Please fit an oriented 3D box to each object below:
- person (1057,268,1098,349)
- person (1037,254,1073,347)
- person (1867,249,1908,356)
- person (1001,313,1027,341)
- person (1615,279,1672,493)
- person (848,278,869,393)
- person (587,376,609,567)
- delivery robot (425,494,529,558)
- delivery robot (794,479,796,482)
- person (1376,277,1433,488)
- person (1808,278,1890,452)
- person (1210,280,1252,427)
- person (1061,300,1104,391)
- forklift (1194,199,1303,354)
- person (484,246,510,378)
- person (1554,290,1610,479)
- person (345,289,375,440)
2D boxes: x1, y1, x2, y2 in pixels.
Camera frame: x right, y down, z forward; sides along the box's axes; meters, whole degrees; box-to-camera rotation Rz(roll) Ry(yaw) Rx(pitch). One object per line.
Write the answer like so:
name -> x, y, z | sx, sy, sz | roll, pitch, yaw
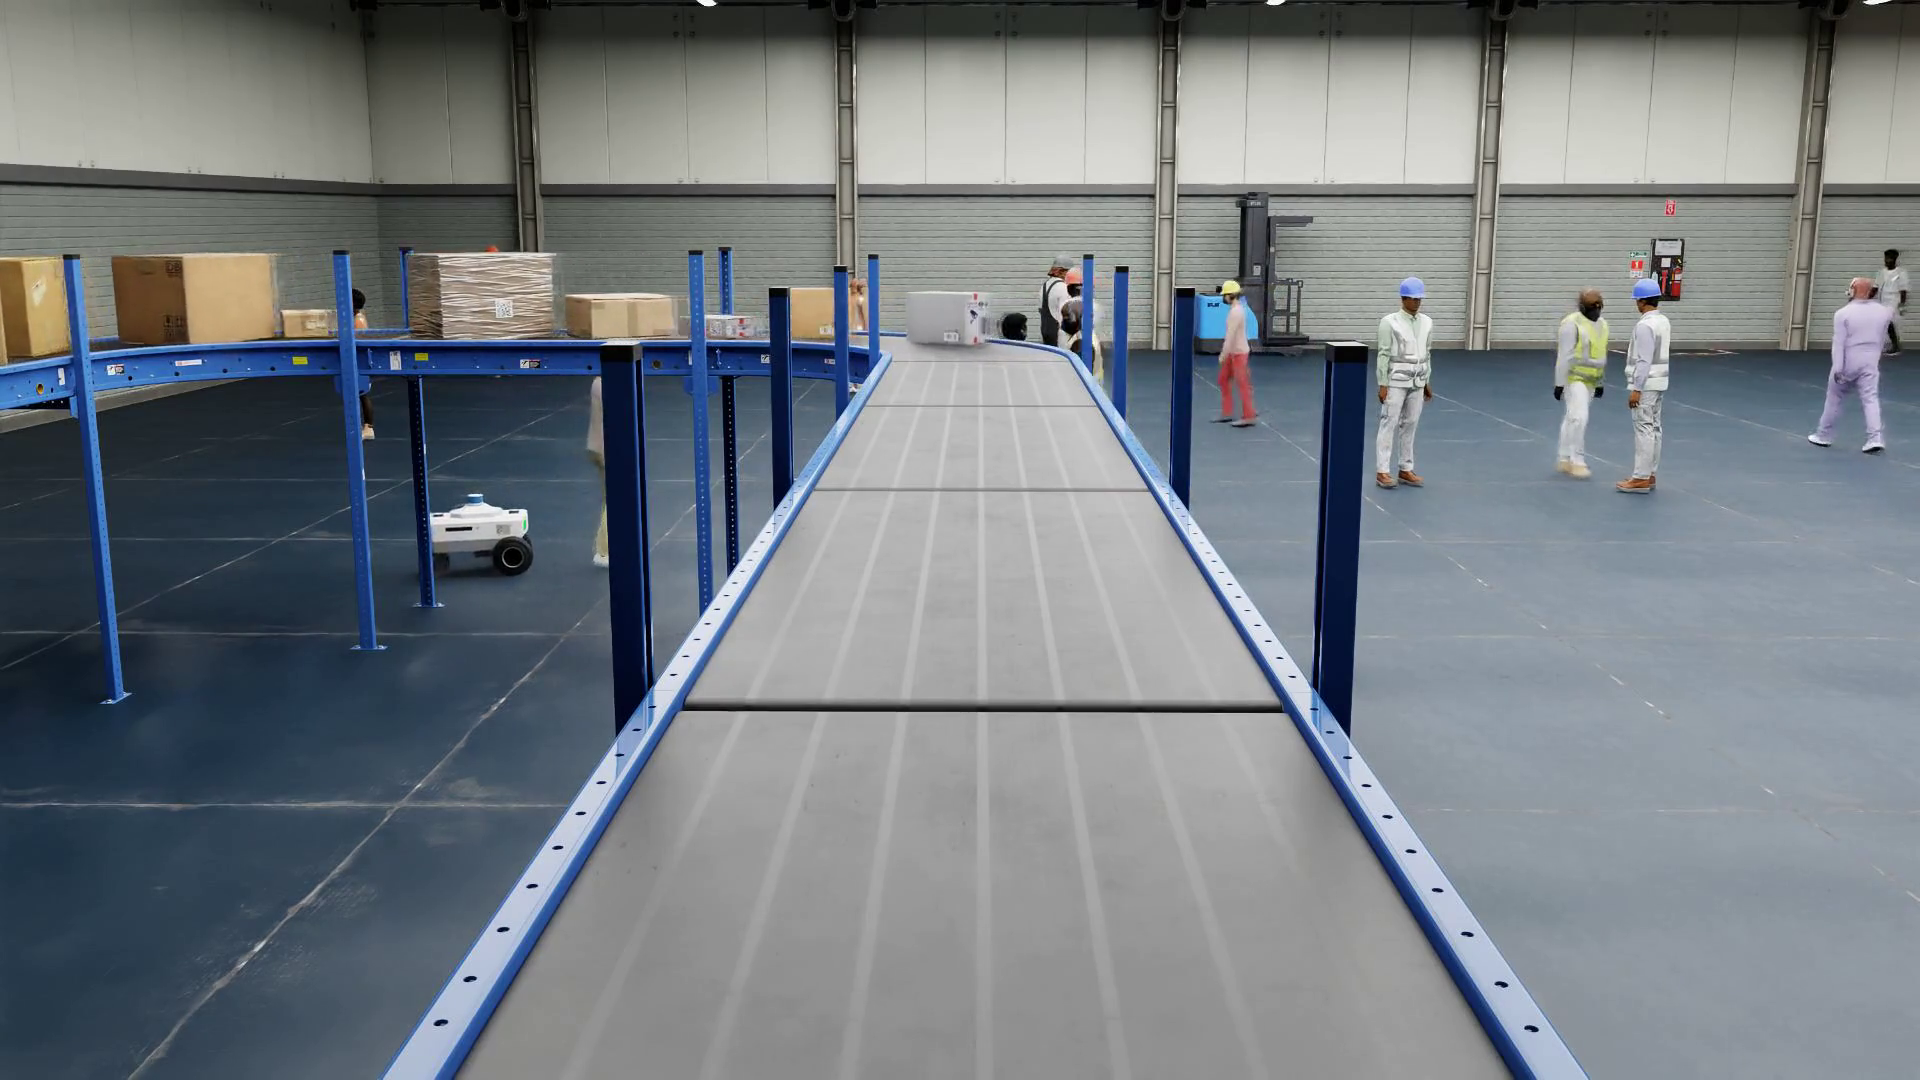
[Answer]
person -> 1.358, -2.120, 18.904 | 0.540, 1.927, 0.549 | -9, 14, -39
person -> 1.313, -2.609, 21.241 | 0.536, 2.000, 0.672 | -5, 12, -24
person -> 16.676, -4.272, 29.993 | 1.020, 1.908, 0.627 | -2, 11, -13
person -> 0.521, -1.151, 14.588 | 0.766, 1.661, 0.545 | -1, 11, -7
person -> 6.275, -1.412, 15.241 | 0.402, 1.941, 0.602 | 9, 14, 37
person -> -1.461, -2.889, 23.616 | 0.311, 1.636, 0.521 | -10, 15, -42
person -> -2.535, -0.623, 12.071 | 0.468, 1.614, 0.535 | -7, 13, -33
delivery robot -> -3.445, -0.085, 11.858 | 0.707, 0.478, 0.477 | -3, 11, -16
delivery robot -> -1.078, -0.472, 13.182 | 0.698, 0.223, 0.335 | 3, 11, 15
person -> 4.153, -1.468, 15.511 | 0.615, 1.945, 0.405 | -5, 12, -25
person -> 9.672, -1.893, 17.952 | 0.642, 1.858, 1.011 | 0, 11, -2
person -> 3.249, -2.233, 19.975 | 0.640, 1.742, 0.553 | 1, 11, 7
person -> 0.967, -1.081, 13.854 | 0.455, 1.818, 0.644 | 1, 11, 5
forklift -> 5.313, -4.851, 30.603 | 1.873, 2.768, 1.129 | 0, 11, 1
person -> -7.301, -3.579, 26.111 | 0.375, 2.044, 0.604 | 8, 14, 36
person -> 6.047, -1.511, 16.110 | 0.689, 1.804, 0.617 | -9, 14, -37
person -> -6.811, -1.989, 18.824 | 0.315, 1.700, 0.541 | -4, 12, -20
